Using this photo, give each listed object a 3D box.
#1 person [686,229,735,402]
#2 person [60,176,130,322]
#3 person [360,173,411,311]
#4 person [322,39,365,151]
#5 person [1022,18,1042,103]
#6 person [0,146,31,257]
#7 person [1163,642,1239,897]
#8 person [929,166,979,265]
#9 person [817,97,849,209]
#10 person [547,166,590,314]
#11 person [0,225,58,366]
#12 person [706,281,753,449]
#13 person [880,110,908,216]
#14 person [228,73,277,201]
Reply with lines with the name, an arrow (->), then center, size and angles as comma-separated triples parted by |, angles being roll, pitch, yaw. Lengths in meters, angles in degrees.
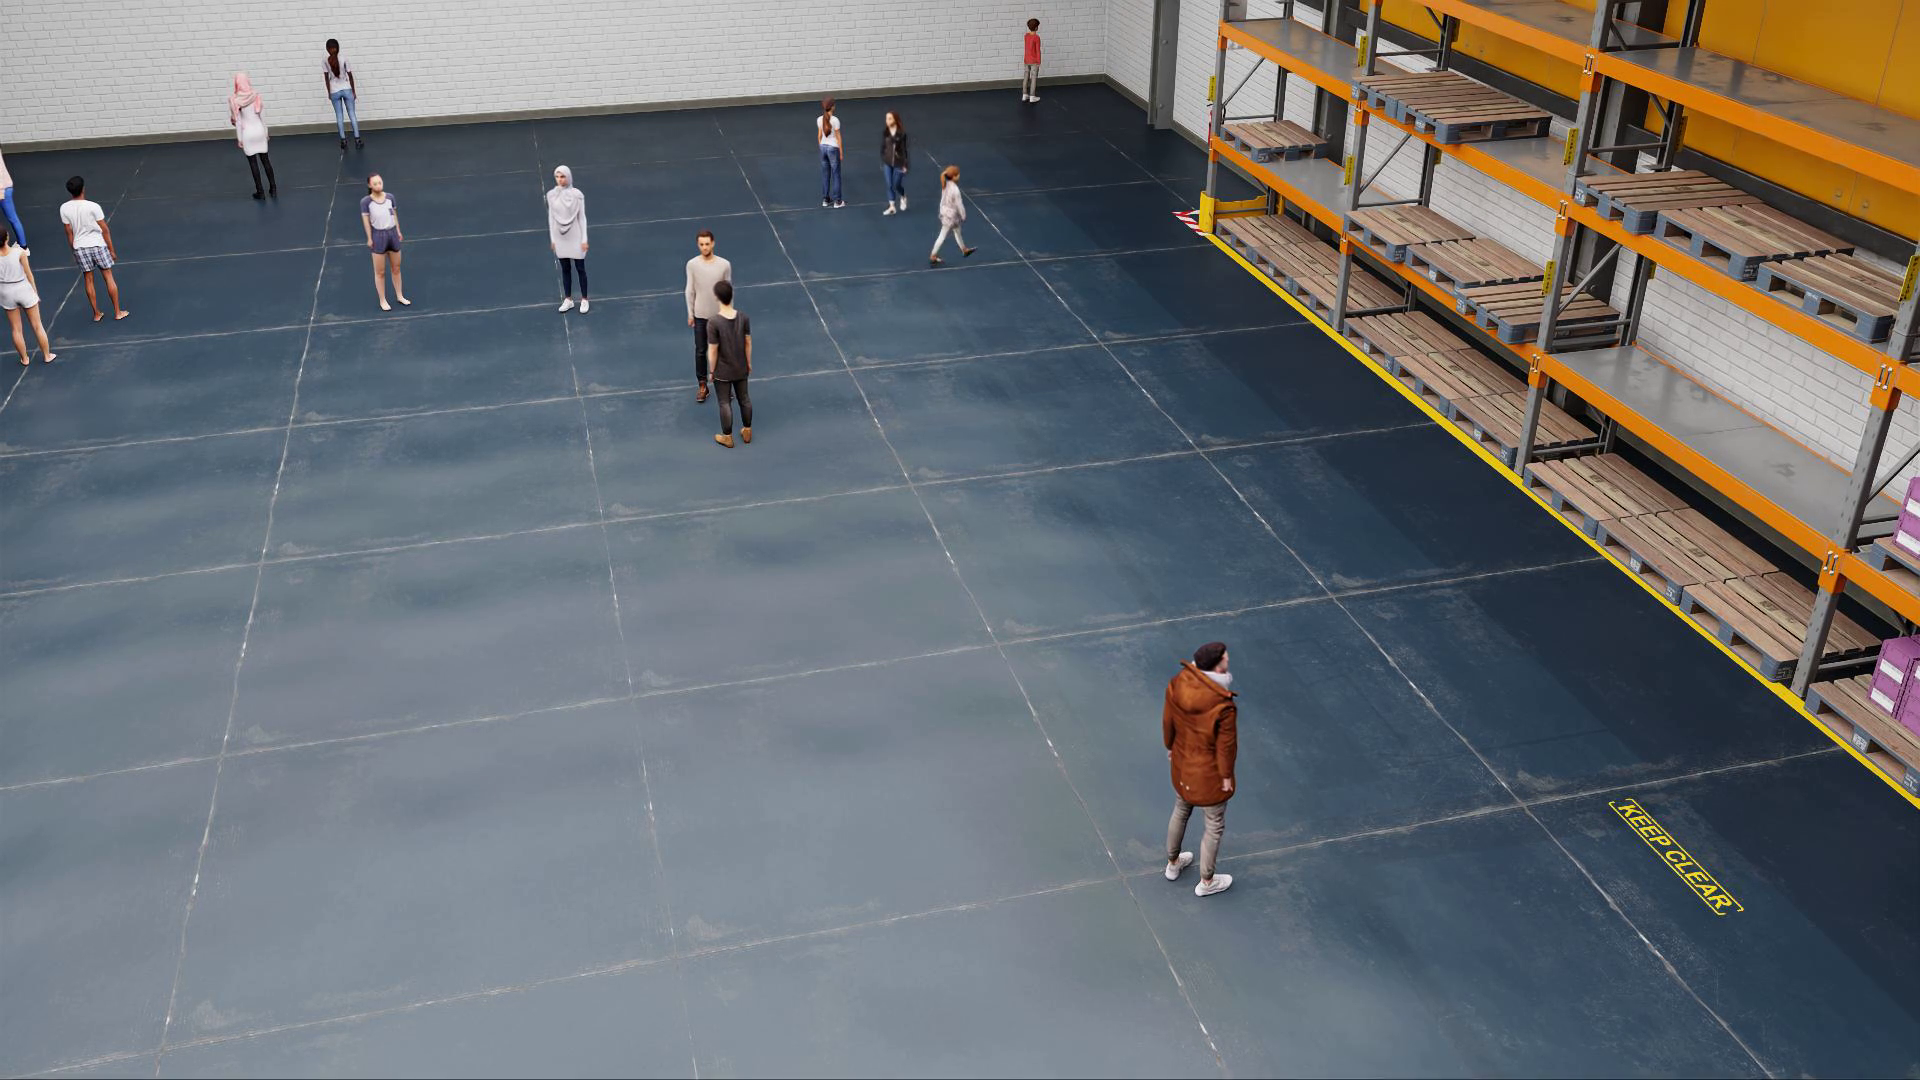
person -> -2.639, -2.394, 17.622 | 0.677, 1.868, 0.605 | -4, 29, -7
person -> -10.285, -3.445, 19.687 | 0.650, 1.734, 0.563 | -4, 29, -7
person -> -6.969, -3.625, 20.105 | 0.673, 1.650, 0.679 | -25, 37, -38
person -> -9.803, -7.078, 26.363 | 0.580, 1.720, 0.521 | -8, 30, -15
person -> 1.247, -8.411, 29.124 | 0.550, 1.415, 0.639 | 23, 36, 36
person -> -12.504, -4.580, 21.731 | 0.755, 1.769, 0.581 | -16, 32, -27
person -> 1.539, 1.445, 10.615 | 0.895, 1.837, 0.798 | -24, 37, -36
person -> -0.185, -4.160, 21.489 | 0.690, 1.264, 0.942 | -14, 32, -24
person -> -1.849, -5.543, 23.713 | 0.633, 1.562, 0.694 | 16, 32, 27
person -> -4.680, -3.614, 19.955 | 0.683, 1.775, 0.666 | 4, 29, 8
person -> -10.490, -2.728, 18.508 | 0.576, 1.605, 0.570 | -10, 30, -18
person -> -2.294, -1.756, 16.614 | 0.674, 1.712, 0.631 | -15, 32, -26
person -> -0.892, -5.318, 23.393 | 0.727, 1.474, 0.786 | 14, 32, 25
person -> -10.203, -5.829, 23.986 | 0.753, 1.803, 0.734 | 25, 37, 38
